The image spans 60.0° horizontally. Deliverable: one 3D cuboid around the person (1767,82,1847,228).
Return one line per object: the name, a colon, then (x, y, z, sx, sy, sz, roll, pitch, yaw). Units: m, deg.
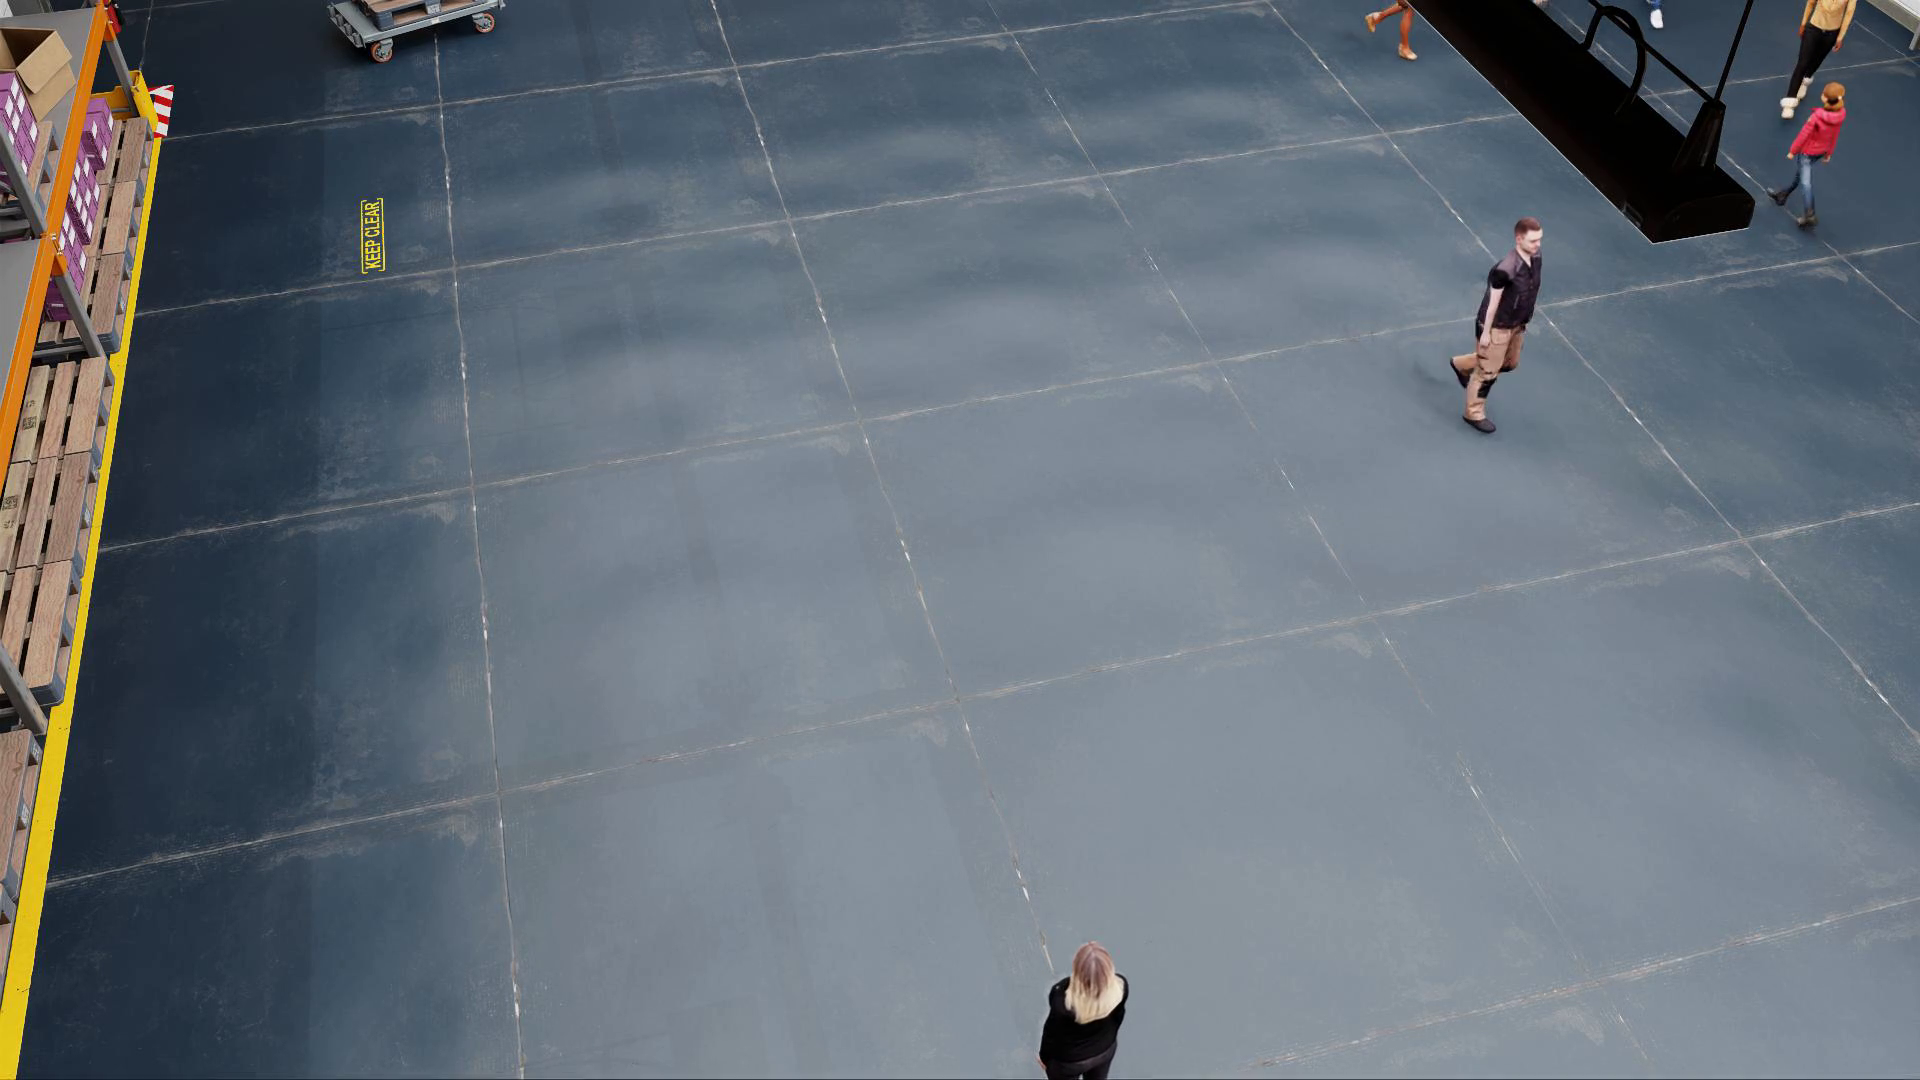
person: (7.639, -3.408, 14.813, 0.528, 1.286, 0.928, -12, 45, -12)

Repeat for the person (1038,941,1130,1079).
person: (0.613, 2.542, 8.280, 0.644, 1.683, 0.591, -18, 47, -18)

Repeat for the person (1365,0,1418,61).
person: (4.549, -5.742, 16.982, 0.962, 1.675, 0.878, 26, 49, 24)

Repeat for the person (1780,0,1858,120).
person: (8.430, -4.984, 16.227, 1.033, 1.617, 1.152, 18, 47, 18)

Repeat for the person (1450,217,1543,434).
person: (4.039, -1.697, 12.626, 0.875, 1.826, 0.993, -29, 51, -27)
